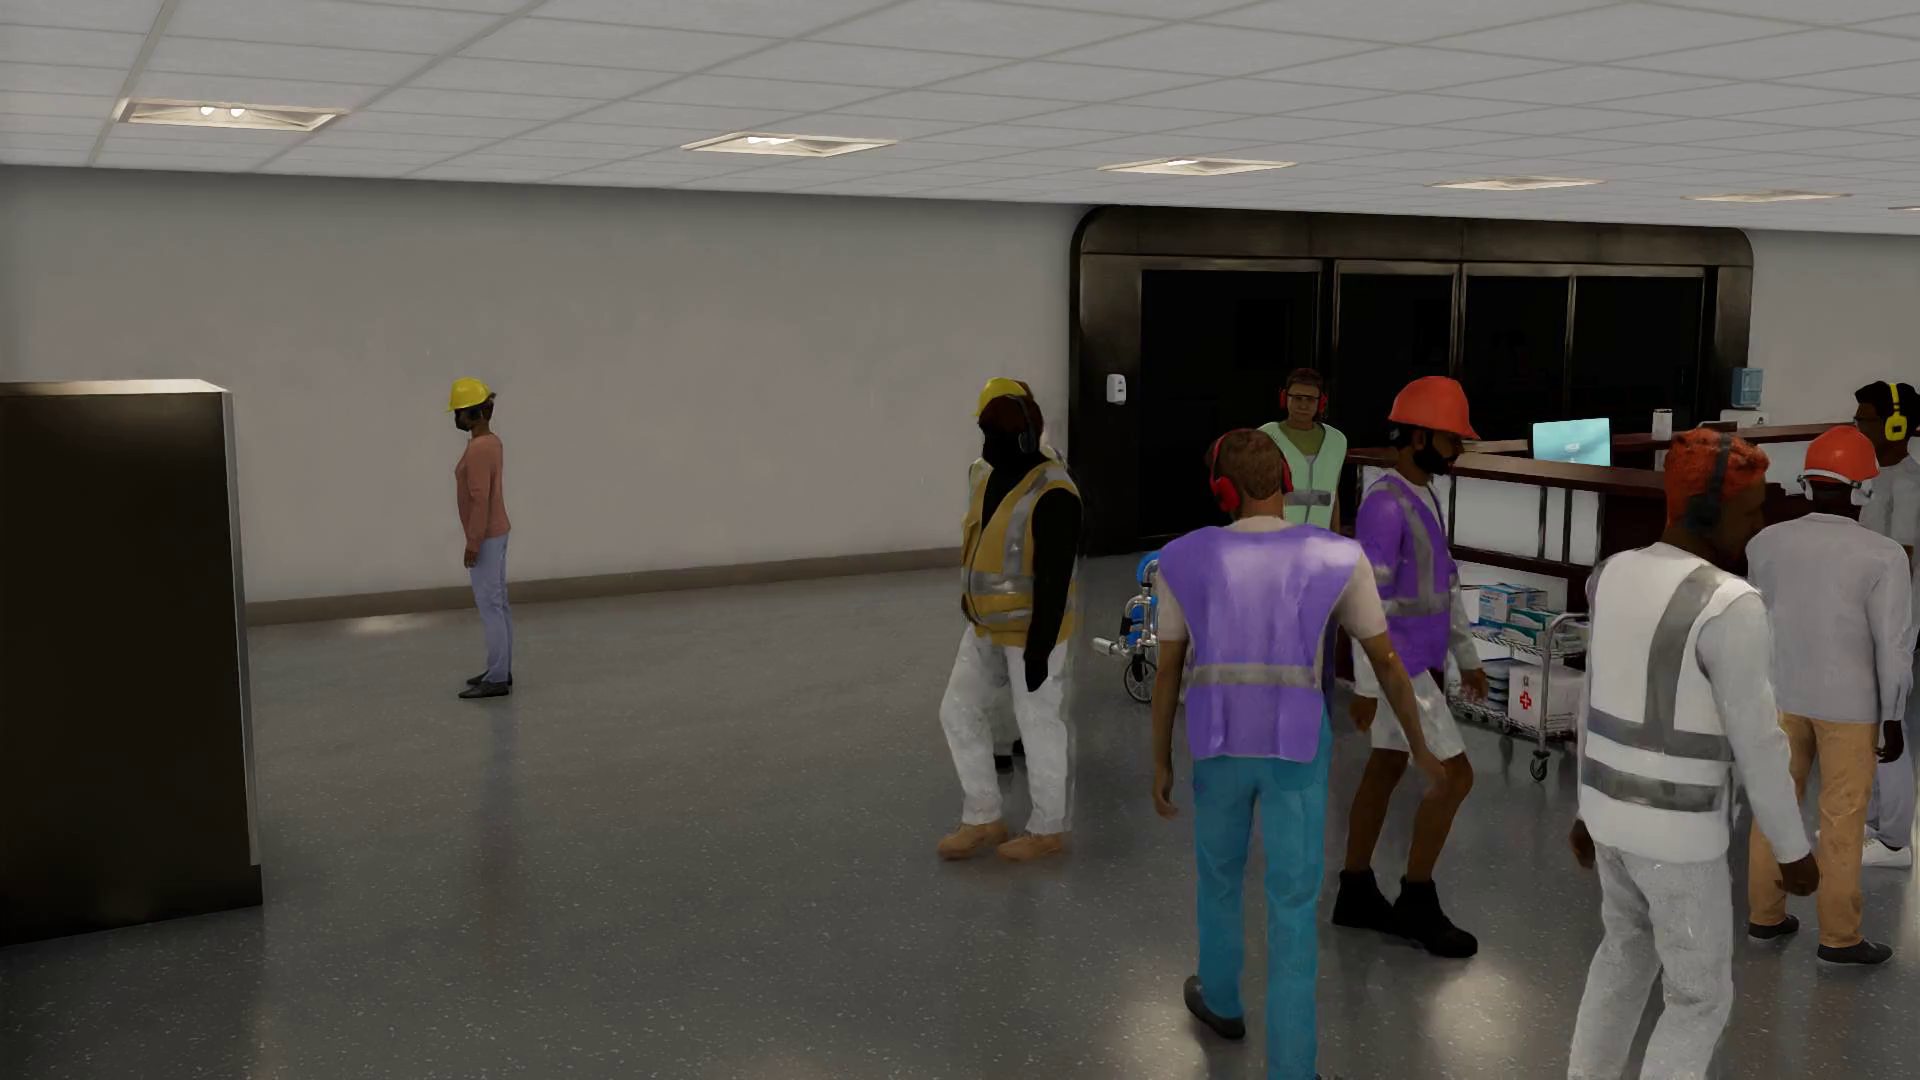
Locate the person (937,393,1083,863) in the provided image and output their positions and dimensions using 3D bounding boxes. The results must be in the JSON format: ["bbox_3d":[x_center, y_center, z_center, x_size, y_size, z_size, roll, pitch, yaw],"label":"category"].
[{"bbox_3d":[0.154,0.357,6.299,0.641,1.814,0.659,-4,9,-29],"label":"person"}]

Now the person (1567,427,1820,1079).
[{"bbox_3d":[1.656,0.667,3.890,0.401,1.872,0.594,-1,8,-9],"label":"person"}]

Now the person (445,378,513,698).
[{"bbox_3d":[-2.648,-0.012,9.179,0.320,1.763,0.522,-1,8,-7],"label":"person"}]

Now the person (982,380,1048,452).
[{"bbox_3d":[0.402,-0.346,12.093,0.504,1.627,0.286,-1,8,-10],"label":"person"}]

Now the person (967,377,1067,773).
[{"bbox_3d":[0.235,0.165,7.675,0.404,1.826,0.593,8,11,44],"label":"person"}]

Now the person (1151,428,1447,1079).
[{"bbox_3d":[0.929,0.602,4.578,0.786,1.800,0.774,2,8,15],"label":"person"}]

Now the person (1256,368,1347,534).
[{"bbox_3d":[1.692,0.049,8.446,0.564,1.840,0.397,-3,8,-21],"label":"person"}]

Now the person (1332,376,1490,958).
[{"bbox_3d":[1.559,0.415,5.540,0.663,1.905,0.538,3,8,22],"label":"person"}]

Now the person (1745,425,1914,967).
[{"bbox_3d":[2.837,0.504,5.446,0.321,1.755,0.563,-5,9,-30],"label":"person"}]

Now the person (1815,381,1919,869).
[{"bbox_3d":[3.541,0.325,6.388,0.324,1.862,0.512,3,8,22],"label":"person"}]
